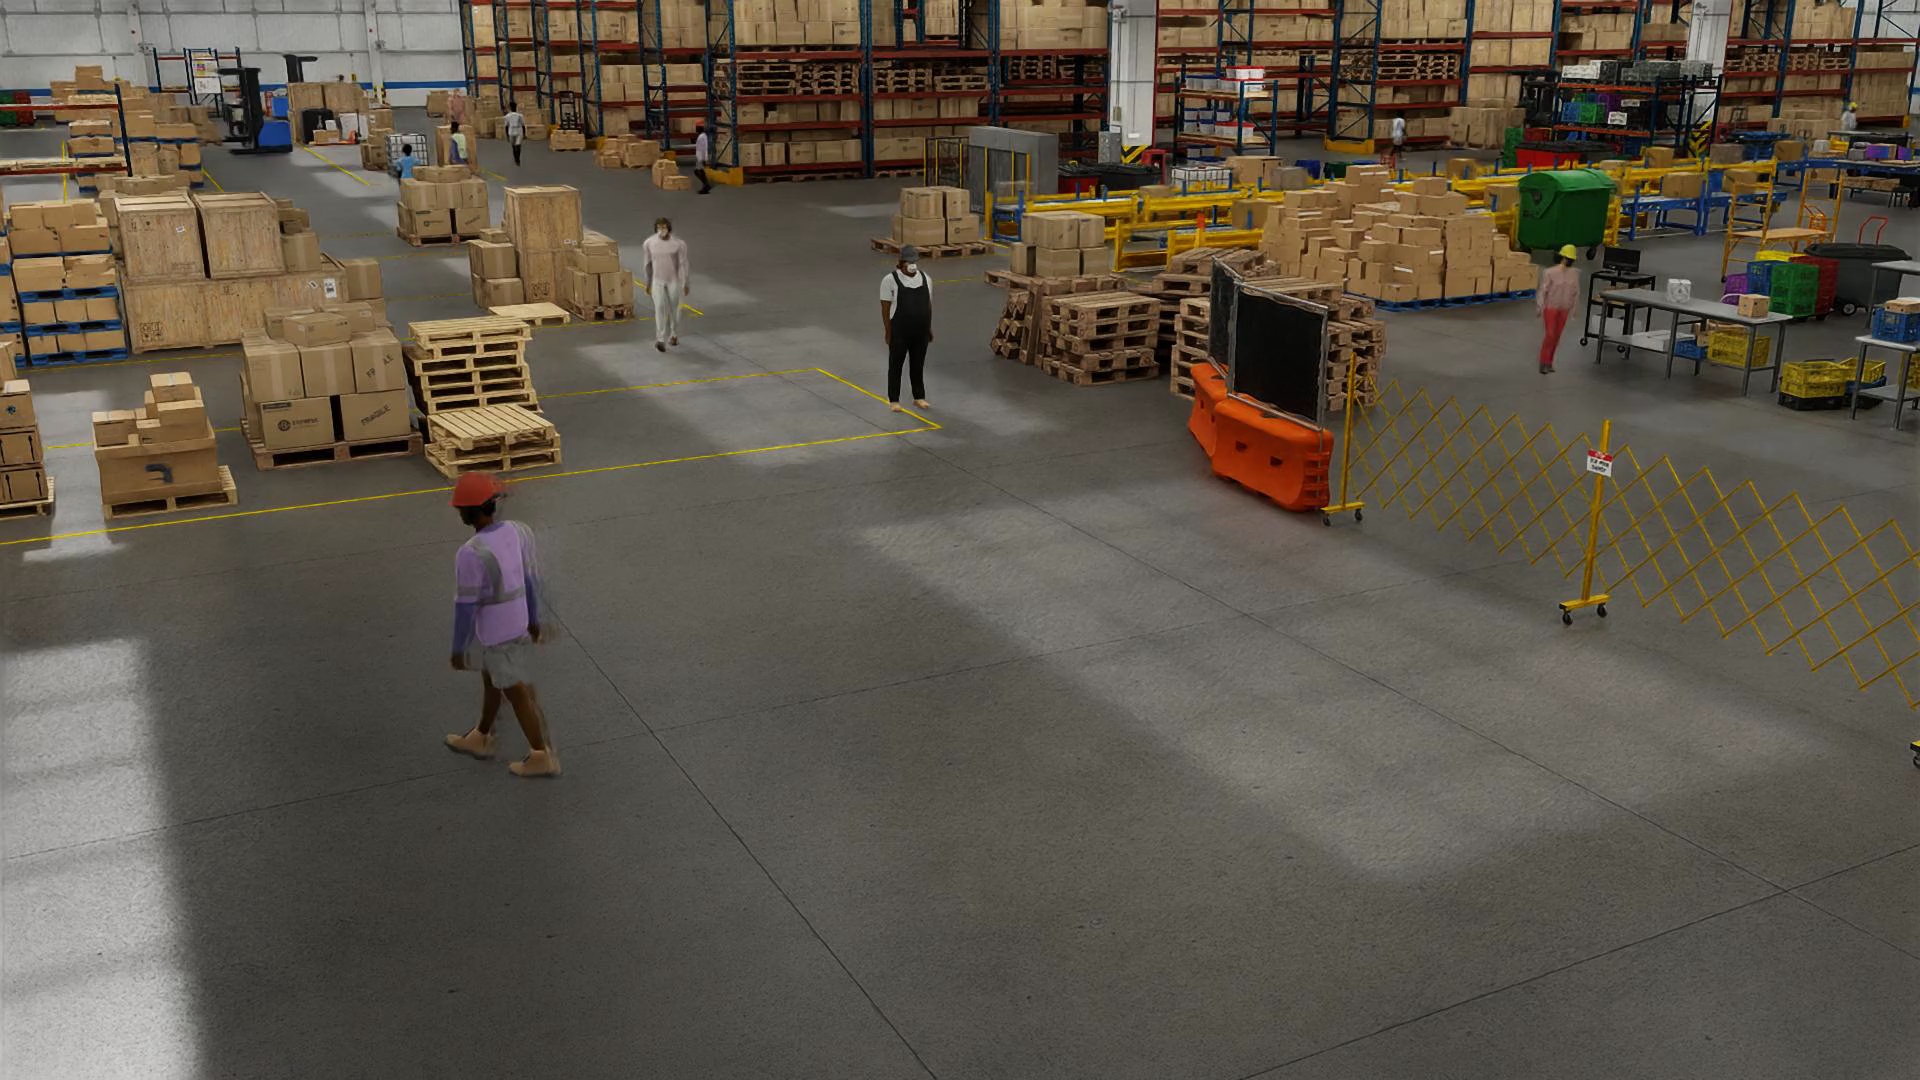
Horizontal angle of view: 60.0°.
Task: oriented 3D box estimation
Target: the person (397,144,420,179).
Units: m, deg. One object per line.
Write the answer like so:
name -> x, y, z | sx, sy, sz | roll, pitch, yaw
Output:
person -> -12.973, -8.489, 39.234 | 0.540, 1.683, 0.493 | -2, 18, -6

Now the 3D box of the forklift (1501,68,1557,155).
forklift -> 18.980, -14.019, 54.541 | 1.873, 2.768, 1.129 | -9, 20, -26

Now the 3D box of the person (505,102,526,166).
person -> -13.853, -12.649, 51.827 | 0.600, 1.926, 1.009 | -1, 18, -2

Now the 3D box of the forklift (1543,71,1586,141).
forklift -> 18.685, -13.231, 52.085 | 1.873, 2.768, 1.129 | -9, 20, -26

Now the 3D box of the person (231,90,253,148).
person -> -25.081, -14.709, 58.158 | 0.607, 1.964, 0.687 | -2, 18, -7

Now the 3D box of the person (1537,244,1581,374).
person -> 8.037, -3.093, 22.300 | 0.519, 1.741, 0.527 | -3, 18, -9

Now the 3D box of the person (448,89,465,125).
person -> -18.580, -15.733, 61.551 | 0.638, 1.851, 1.054 | -10, 21, -29

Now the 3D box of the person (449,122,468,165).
person -> -13.274, -10.053, 43.805 | 0.987, 1.862, 0.614 | 3, 18, 8

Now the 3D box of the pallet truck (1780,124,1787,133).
pallet truck -> 25.206, -12.542, 52.601 | 1.601, 1.201, 0.680 | 0, 18, -2

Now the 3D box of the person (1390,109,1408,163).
person -> 13.938, -12.752, 52.537 | 0.781, 1.662, 0.554 | -2, 18, -6

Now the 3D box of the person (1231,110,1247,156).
person -> 8.716, -12.574, 51.951 | 0.540, 1.681, 0.462 | 11, 21, 31

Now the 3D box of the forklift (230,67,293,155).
forklift -> -23.423, -14.297, 55.405 | 1.873, 2.768, 1.129 | -9, 20, -26

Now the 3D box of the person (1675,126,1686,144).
person -> 21.094, -11.649, 48.679 | 0.513, 1.927, 0.634 | 5, 18, 15

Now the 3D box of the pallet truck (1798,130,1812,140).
pallet truck -> 25.526, -11.556, 49.408 | 1.630, 1.274, 0.653 | -9, 20, -26

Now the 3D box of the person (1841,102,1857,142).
person -> 28.990, -13.408, 54.368 | 0.596, 1.809, 0.818 | -6, 19, -18

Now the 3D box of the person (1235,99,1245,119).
person -> 11.296, -17.413, 66.694 | 0.403, 1.904, 0.652 | -7, 19, -22

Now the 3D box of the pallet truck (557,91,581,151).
pallet truck -> -13.495, -14.412, 57.188 | 0.823, 1.965, 1.885 | -3, 18, -9

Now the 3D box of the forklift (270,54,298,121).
forklift -> -28.276, -19.157, 70.557 | 1.873, 2.768, 1.129 | -9, 20, -26

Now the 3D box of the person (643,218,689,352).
person -> -4.211, -3.674, 23.894 | 0.653, 1.882, 1.007 | -1, 18, -3

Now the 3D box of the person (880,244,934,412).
person -> -0.601, -2.579, 20.227 | 0.674, 2.000, 0.535 | -9, 20, -26

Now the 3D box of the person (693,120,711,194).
person -> -6.835, -10.083, 43.813 | 0.399, 1.921, 0.554 | 1, 18, 2

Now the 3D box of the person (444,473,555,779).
person -> -3.027, 0.547, 10.542 | 0.970, 1.997, 0.632 | 5, 18, 15

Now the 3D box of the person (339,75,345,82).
person -> -27.085, -19.504, 73.228 | 0.968, 1.888, 0.621 | -5, 18, -15
